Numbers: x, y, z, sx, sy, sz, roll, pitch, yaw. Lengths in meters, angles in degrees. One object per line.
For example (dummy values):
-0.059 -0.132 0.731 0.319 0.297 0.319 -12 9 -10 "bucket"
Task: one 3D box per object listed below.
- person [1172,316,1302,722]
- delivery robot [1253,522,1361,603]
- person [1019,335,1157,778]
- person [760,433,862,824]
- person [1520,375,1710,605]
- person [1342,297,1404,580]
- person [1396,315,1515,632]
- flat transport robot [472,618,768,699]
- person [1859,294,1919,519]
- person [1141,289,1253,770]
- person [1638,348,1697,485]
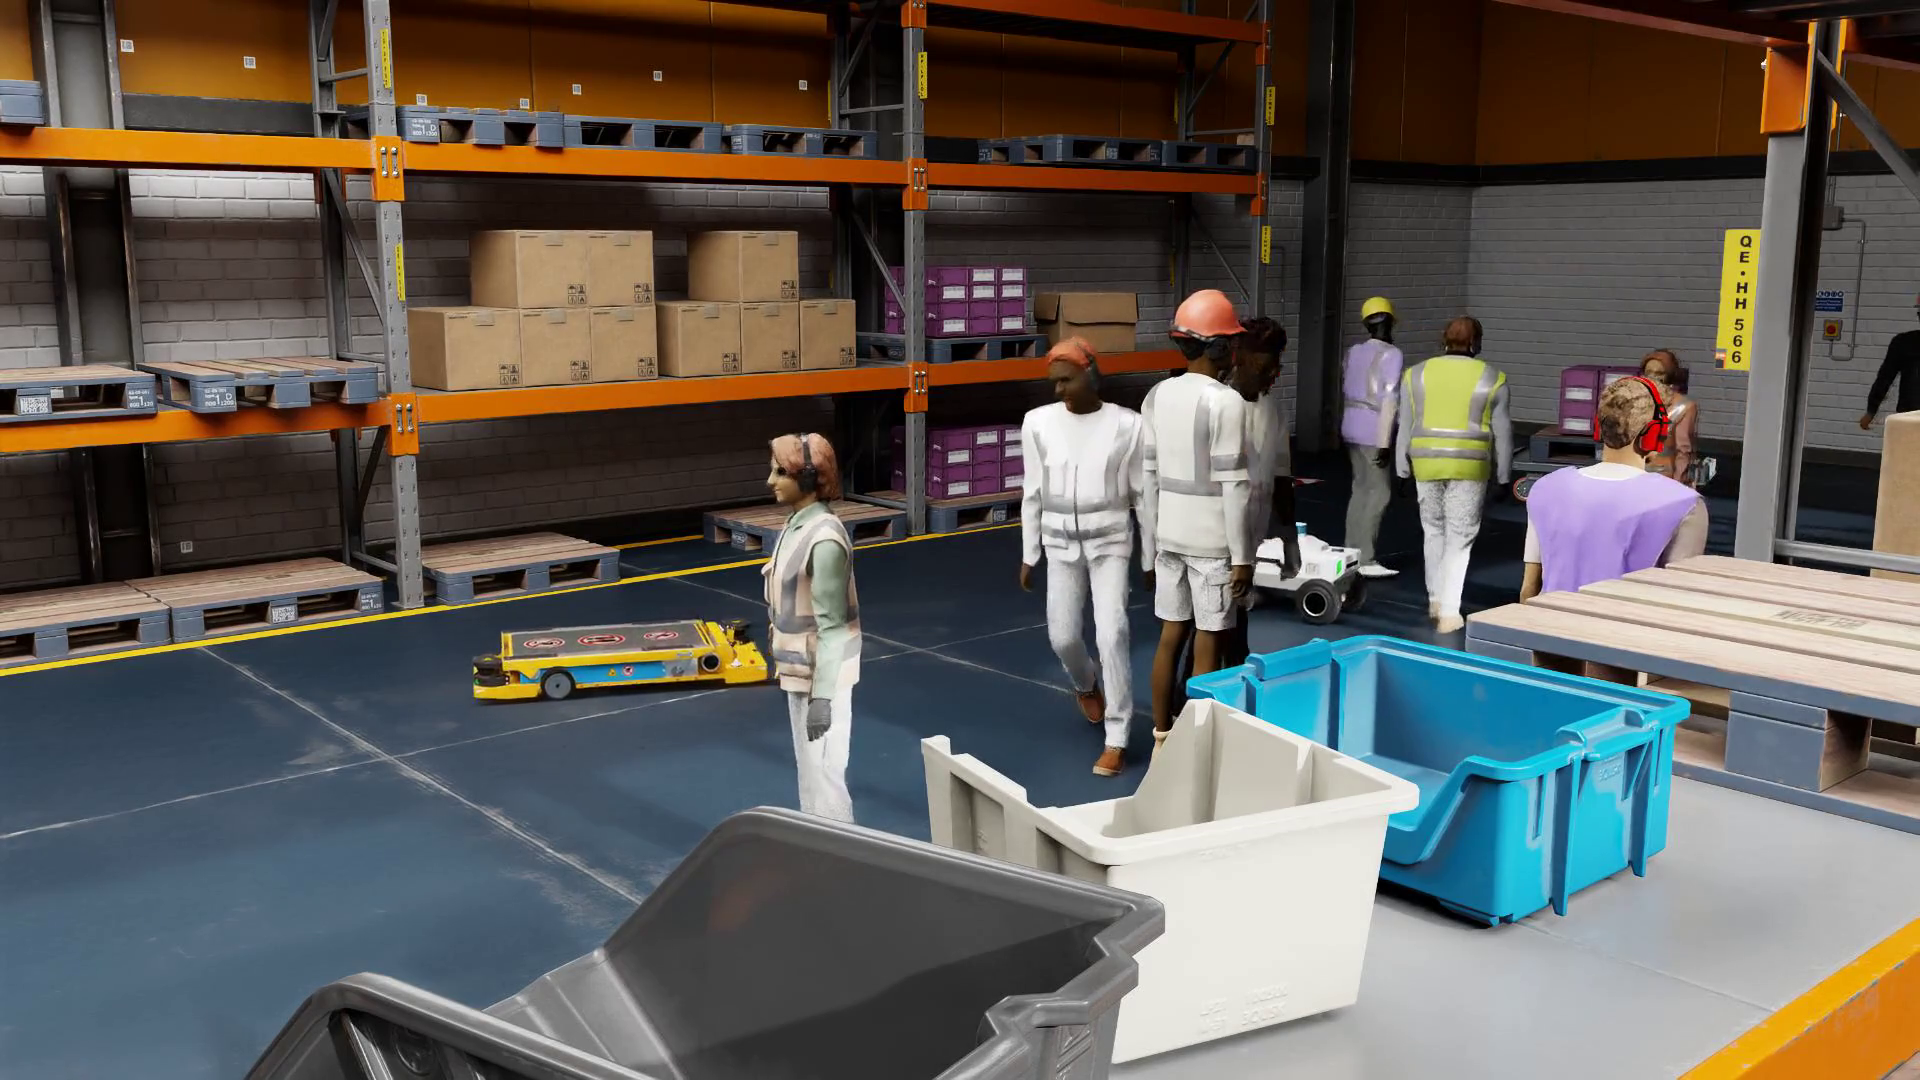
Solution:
1.272 -0.008 7.284 0.631 1.910 0.990 -8 13 -37 "person"
2.027 0.138 10.016 0.707 0.478 0.477 7 12 35 "delivery robot"
0.584 0.033 7.221 0.598 1.863 0.737 4 11 20 "person"
-0.477 0.465 5.427 0.317 1.633 0.521 -3 11 -17 "person"
1.956 0.425 5.052 0.375 1.844 0.567 -8 13 -39 "person"
2.775 -0.683 11.179 0.492 1.877 0.705 -4 11 -19 "person"
2.933 -0.402 9.771 0.648 1.816 0.758 6 12 31 "person"
-1.748 0.595 8.514 1.431 0.197 0.652 -3 11 -16 "flat transport robot"
7.124 -0.911 12.314 0.610 1.937 1.060 0 10 -1 "person"
0.999 0.001 6.865 0.372 2.048 0.605 -6 12 -30 "person"
4.075 -0.328 9.876 0.403 1.618 0.533 -9 13 -40 "person"
